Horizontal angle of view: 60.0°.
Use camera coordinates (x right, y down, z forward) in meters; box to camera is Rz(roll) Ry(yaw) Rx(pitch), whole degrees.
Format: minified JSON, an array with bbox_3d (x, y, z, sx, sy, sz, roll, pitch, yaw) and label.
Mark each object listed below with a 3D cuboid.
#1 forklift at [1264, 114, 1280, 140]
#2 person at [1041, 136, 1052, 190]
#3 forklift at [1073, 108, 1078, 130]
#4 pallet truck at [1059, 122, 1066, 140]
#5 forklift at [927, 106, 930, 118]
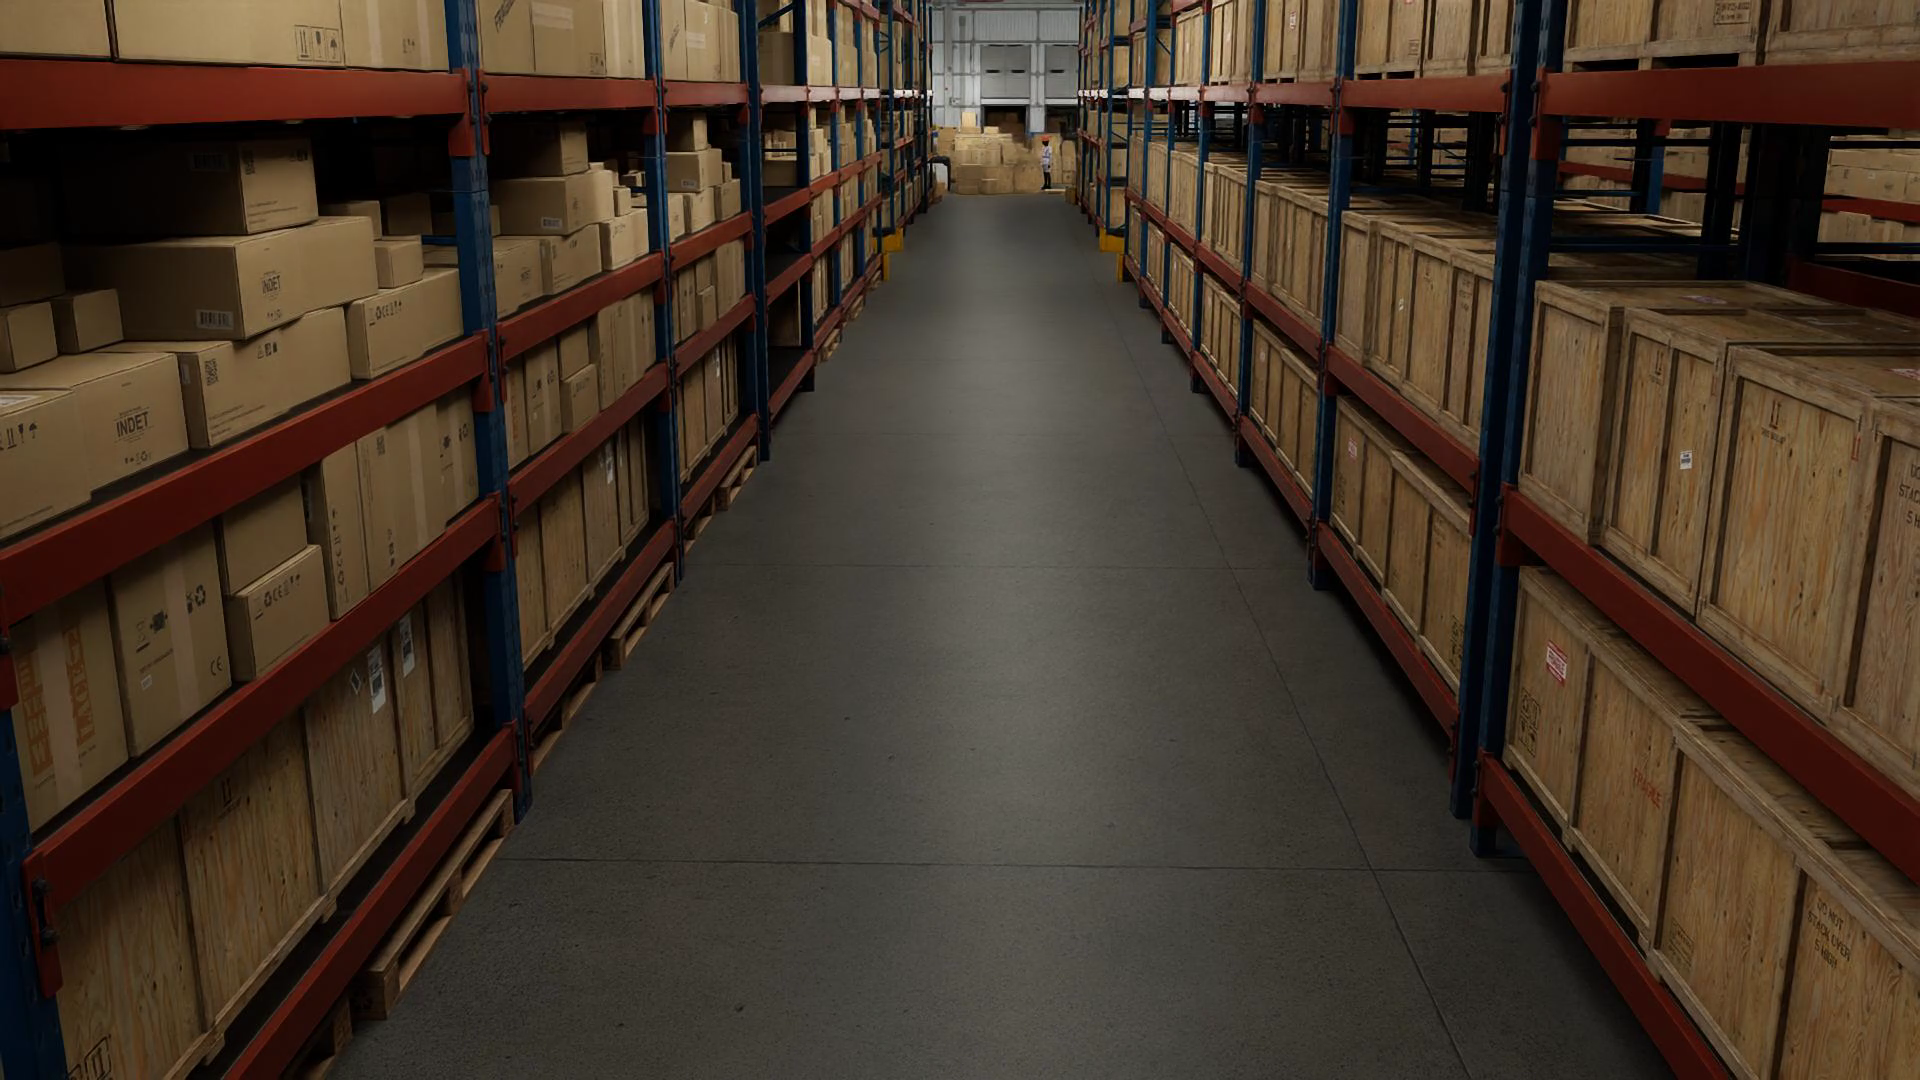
[{"bbox_3d":[11.018,-13.914,59.560,1.129,2.768,1.873,0,15,2],"label":"forklift"},{"bbox_3d":[3.146,-13.827,61.027,0.375,1.935,0.551,-7,17,-24],"label":"person"},{"bbox_3d":[5.291,-17.189,71.745,1.873,2.768,1.129,-13,20,-41],"label":"forklift"},{"bbox_3d":[5.788,-21.111,88.014,1.885,1.965,0.823,5,16,18],"label":"pallet truck"},{"bbox_3d":[-1.960,-21.057,86.140,1.129,2.768,1.873,0,15,2],"label":"forklift"}]
